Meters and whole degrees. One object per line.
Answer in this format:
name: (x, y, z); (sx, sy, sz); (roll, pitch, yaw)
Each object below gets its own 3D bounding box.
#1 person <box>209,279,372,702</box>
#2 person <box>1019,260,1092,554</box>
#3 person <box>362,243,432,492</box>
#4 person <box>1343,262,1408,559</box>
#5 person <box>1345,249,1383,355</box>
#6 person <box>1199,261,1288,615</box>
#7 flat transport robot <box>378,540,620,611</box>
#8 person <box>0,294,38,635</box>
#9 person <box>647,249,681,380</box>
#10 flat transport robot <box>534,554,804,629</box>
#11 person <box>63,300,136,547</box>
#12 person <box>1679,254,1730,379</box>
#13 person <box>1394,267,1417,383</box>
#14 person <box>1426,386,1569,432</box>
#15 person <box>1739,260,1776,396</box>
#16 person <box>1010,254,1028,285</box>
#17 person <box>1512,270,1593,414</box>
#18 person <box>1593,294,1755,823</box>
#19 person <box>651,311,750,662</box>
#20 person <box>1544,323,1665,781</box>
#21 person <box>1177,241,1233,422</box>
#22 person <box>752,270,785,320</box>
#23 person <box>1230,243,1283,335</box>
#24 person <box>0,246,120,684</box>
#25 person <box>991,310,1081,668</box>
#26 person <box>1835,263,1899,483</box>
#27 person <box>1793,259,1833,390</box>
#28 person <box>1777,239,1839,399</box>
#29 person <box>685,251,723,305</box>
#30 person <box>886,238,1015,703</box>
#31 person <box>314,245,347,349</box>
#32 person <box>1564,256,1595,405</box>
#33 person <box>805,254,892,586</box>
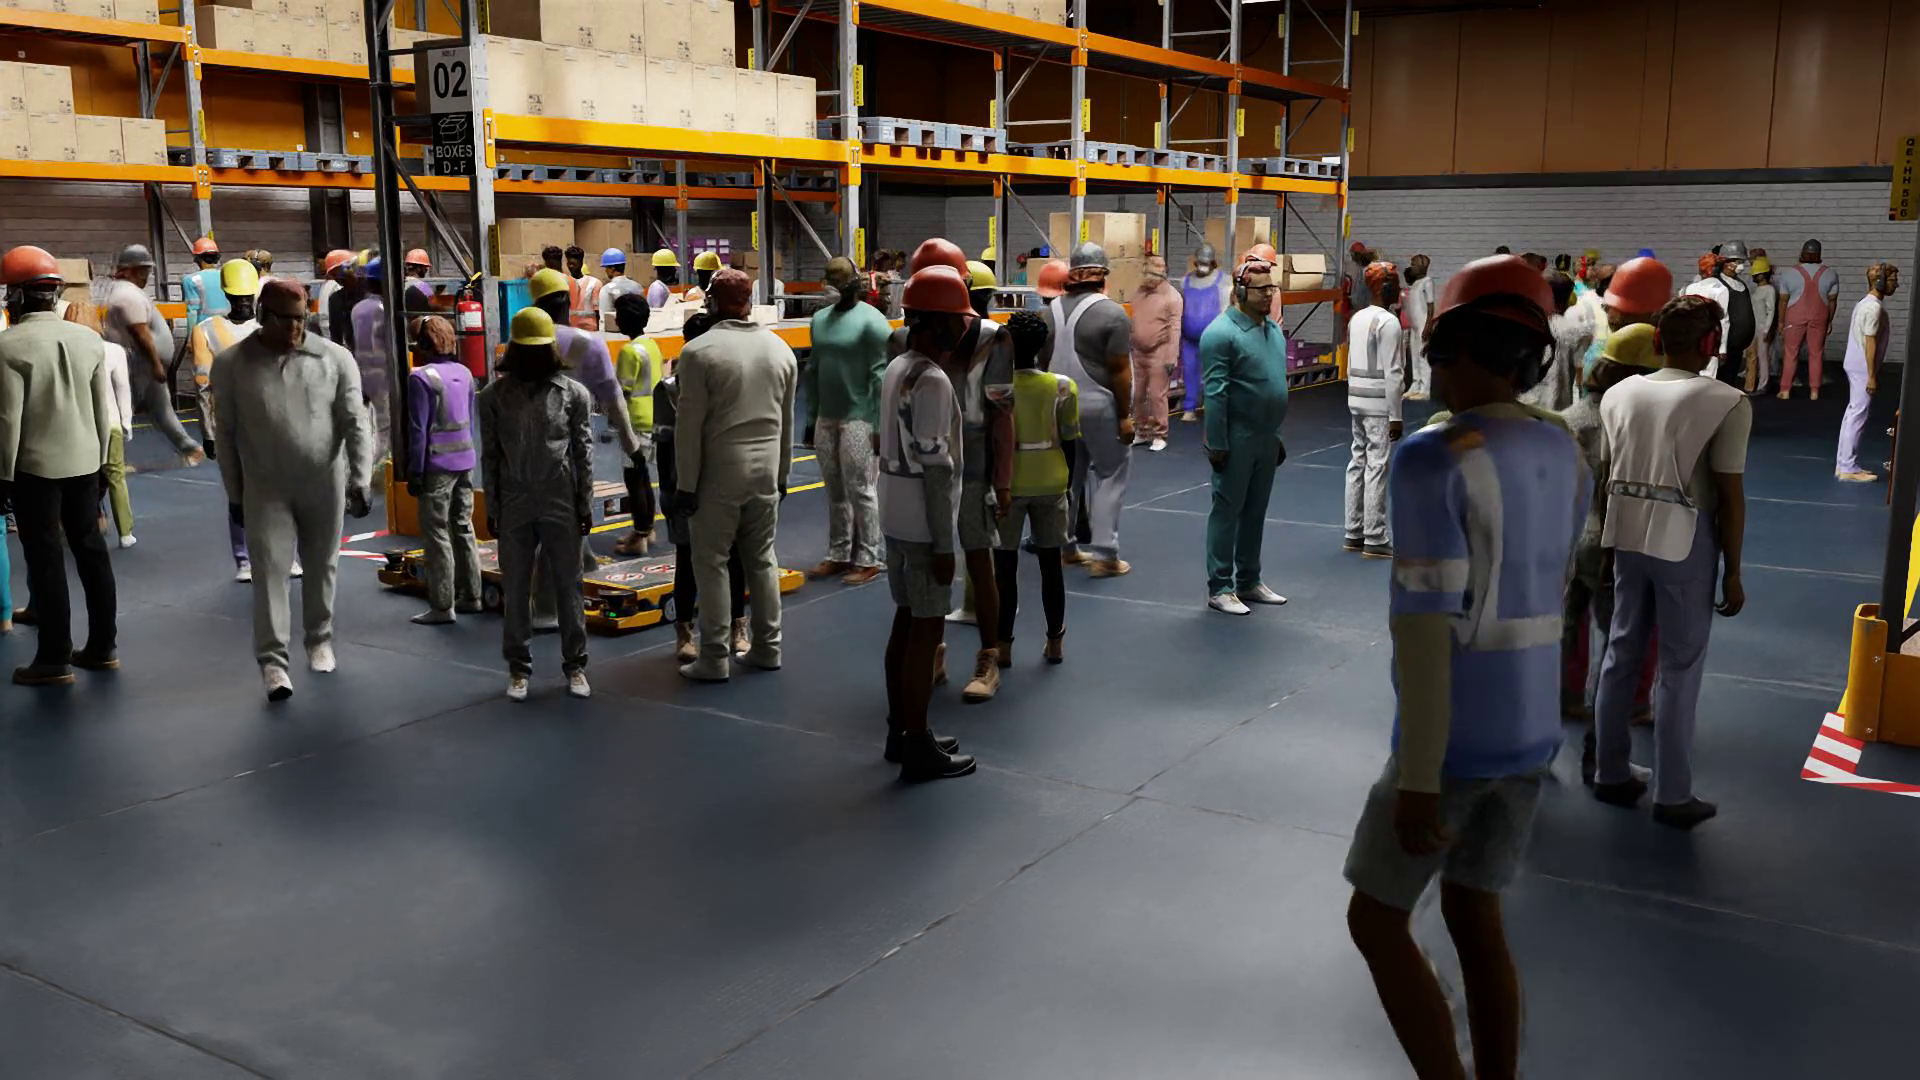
person: (-2.982, -0.237, 7.480); (0.632, 1.848, 0.961); (-5, 12, -27)
person: (0.579, -0.861, 10.814); (0.808, 1.881, 0.669); (-5, 12, -28)
person: (-4.709, -1.432, 13.564); (0.693, 2.000, 0.962); (7, 12, 35)
person: (2.664, -0.823, 10.623); (0.356, 1.885, 0.574); (-2, 11, -14)
person: (6.125, -3.462, 25.253); (0.944, 1.899, 0.649); (5, 11, 25)
person: (1.582, -0.558, 9.094); (0.409, 1.907, 0.651); (10, 14, 43)
flat transport robot: (-2.630, 0.181, 9.531); (1.431, 0.197, 0.652); (7, 13, 36)
person: (-4.956, -0.430, 8.583); (0.342, 1.839, 0.503); (5, 11, 26)
person: (-3.055, -2.037, 17.231); (0.369, 1.928, 0.585); (-2, 10, -10)
flat transport robot: (-1.582, 0.238, 9.216); (0.652, 0.197, 1.431); (7, 13, 36)
person: (-5.686, -0.745, 10.886); (0.498, 1.633, 0.282); (-6, 12, -29)
person: (7.504, -1.938, 16.810); (0.360, 1.883, 0.574); (-5, 11, -27)
person: (6.420, -3.055, 23.638); (0.531, 1.657, 0.883); (1, 10, 3)
person: (1.897, 0.076, 5.992); (0.525, 1.761, 0.340); (0, 10, 1)
person: (10.359, -2.744, 21.621); (0.323, 1.761, 0.523); (-1, 10, -7)
person: (1.200, -4.586, 31.830); (0.563, 1.754, 0.321); (-5, 11, -24)
person: (3.729, -0.790, 10.601); (0.537, 1.823, 0.948); (5, 11, 26)
person: (2.460, 0.068, 5.821); (0.386, 1.838, 0.562); (-6, 12, -30)
person: (-1.214, -0.253, 8.006); (0.534, 1.687, 0.323); (-4, 11, -20)
person: (2.392, 0.055, 6.227); (0.440, 1.719, 0.506); (-6, 12, -29)
person: (2.712, -2.335, 18.569); (0.699, 2.000, 0.634); (5, 11, 26)
person: (-2.906, -3.354, 25.035); (0.561, 1.742, 0.337); (4, 11, 21)
person: (2.731, -1.713, 15.262); (0.385, 1.990, 0.608); (-8, 13, -37)
person: (-4.171, -0.338, 7.631); (0.381, 1.994, 0.622); (4, 11, 19)
person: (0.309, -0.236, 7.892); (0.533, 1.697, 0.318); (-2, 11, -13)
person: (7.614, -1.398, 13.961); (0.351, 1.837, 0.502); (4, 11, 21)
person: (11.592, -2.984, 22.656); (0.605, 1.861, 0.996); (1, 10, 5)
person: (10.776, -2.813, 21.219); (0.682, 2.000, 0.537); (3, 11, 17)
person: (-2.313, -1.654, 15.141); (0.399, 1.919, 0.586); (1, 10, 5)
person: (-0.062, -0.297, 7.322); (0.611, 2.030, 0.409); (4, 11, 21)
person: (-6.796, -2.217, 18.121); (0.362, 1.963, 0.614); (-9, 14, -41)
person: (6.652, -2.144, 18.051); (0.373, 1.843, 0.572); (0, 10, -1)
person: (-0.673, -0.705, 9.831); (0.638, 1.940, 0.372); (10, 14, 43)
